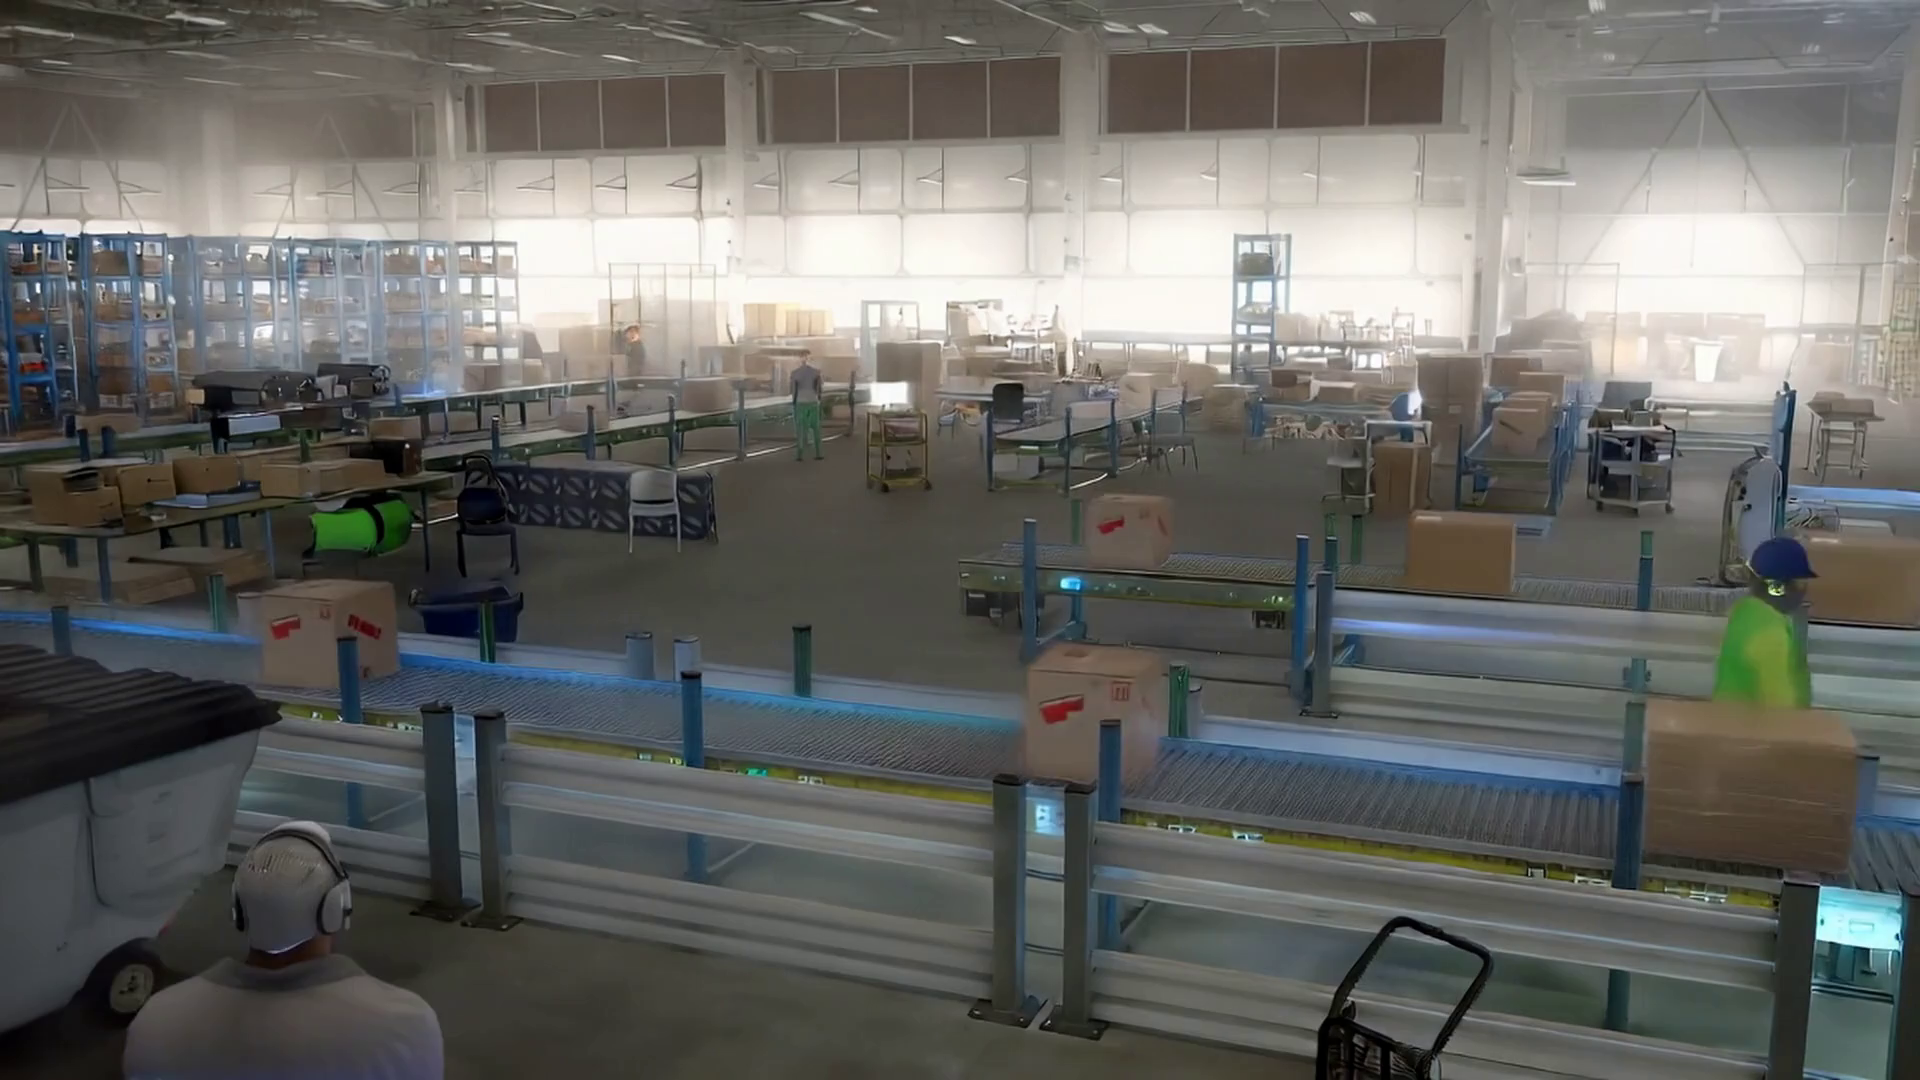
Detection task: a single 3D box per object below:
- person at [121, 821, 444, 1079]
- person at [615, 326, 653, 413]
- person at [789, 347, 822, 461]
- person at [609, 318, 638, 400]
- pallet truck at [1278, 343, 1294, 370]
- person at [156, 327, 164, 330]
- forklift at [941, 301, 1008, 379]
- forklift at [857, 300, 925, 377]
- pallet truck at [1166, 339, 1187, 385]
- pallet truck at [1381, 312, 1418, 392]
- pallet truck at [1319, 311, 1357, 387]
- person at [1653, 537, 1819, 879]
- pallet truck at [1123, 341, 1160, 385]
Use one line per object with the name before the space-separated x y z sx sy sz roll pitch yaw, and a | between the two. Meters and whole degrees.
person | -1.364 1.525 3.497 0.635 1.900 0.398 -1 9 -4
person | -6.768 -3.534 34.483 0.919 1.789 0.595 -5 11 -30
person | -2.410 -2.120 25.964 0.533 1.767 0.324 -3 10 -20
person | -7.663 -4.136 37.921 0.653 1.861 0.998 7 12 36
pallet truck | 7.886 -4.163 39.743 0.653 1.274 1.630 4 10 22
person | -17.917 -4.021 37.288 0.577 1.832 0.397 -6 11 -33
forklift | 0.365 -4.966 41.571 1.157 1.987 2.680 3 10 20
forklift | -1.732 -5.109 42.468 1.157 1.987 2.680 4 10 22
pallet truck | 5.418 -4.269 40.420 0.704 1.261 1.522 3 10 20
pallet truck | 10.207 -4.283 38.369 0.823 1.965 1.885 3 10 20
pallet truck | 9.071 -4.419 39.190 0.823 1.965 1.885 5 10 26
person | 3.658 0.871 7.748 0.865 1.806 0.585 4 10 23
pallet truck | 4.445 -4.380 41.279 0.680 1.201 1.601 4 10 22
